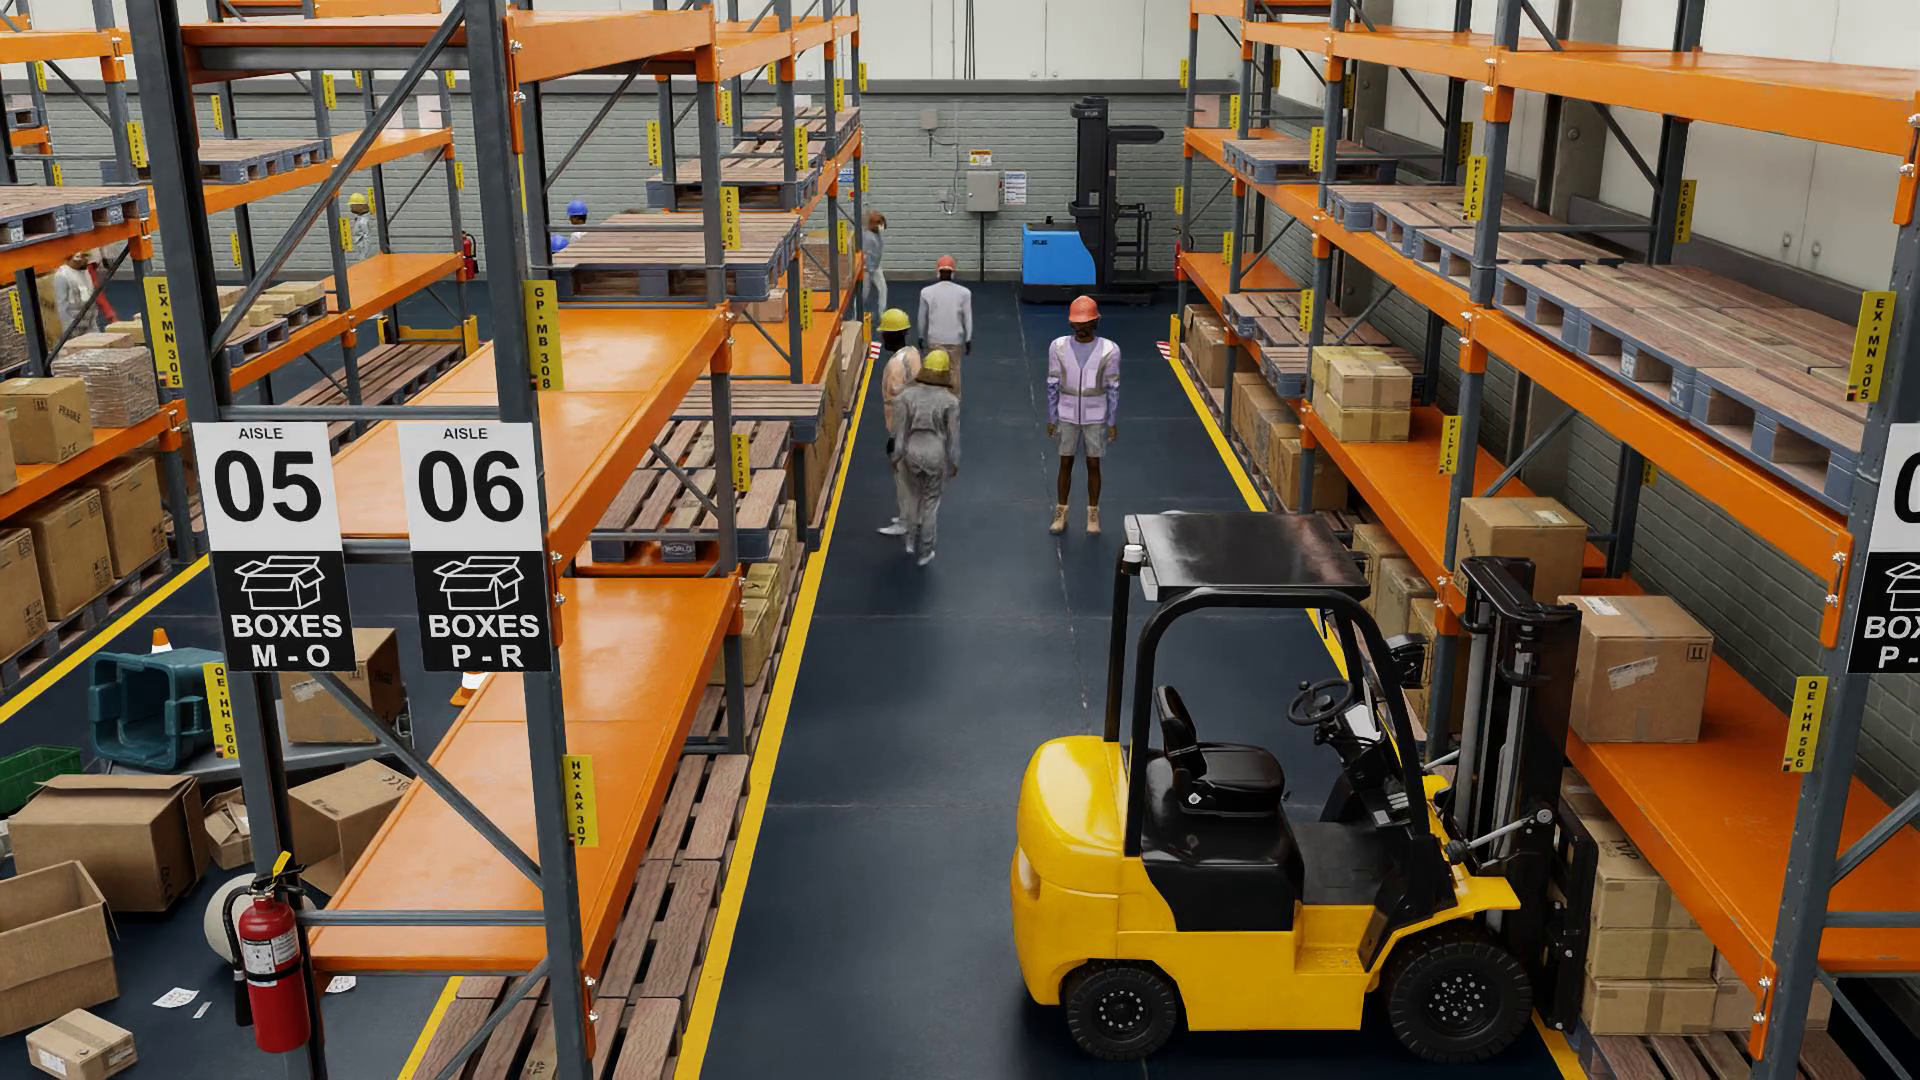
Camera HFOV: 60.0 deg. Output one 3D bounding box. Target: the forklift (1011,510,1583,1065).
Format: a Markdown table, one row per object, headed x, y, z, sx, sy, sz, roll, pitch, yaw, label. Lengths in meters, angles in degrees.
| x | y | z | sx | sy | sz | roll | pitch | yaw | label |
| --- | --- | --- | --- | --- | --- | --- | --- | --- | --- |
| 1.387 | 1.055 | 7.378 | 2.313 | 2.155 | 1.214 | 0 | 18 | 0 | forklift |

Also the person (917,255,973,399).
| x | y | z | sx | sy | sz | roll | pitch | yaw | label |
| --- | --- | --- | --- | --- | --- | --- | --- | --- | --- |
| -0.176 | -2.214 | 18.001 | 0.580 | 1.717 | 0.775 | -3 | 19 | -9 | person |

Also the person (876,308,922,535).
| x | y | z | sx | sy | sz | roll | pitch | yaw | label |
| --- | --- | --- | --- | --- | --- | --- | --- | --- | --- |
| -0.508 | -0.987 | 13.973 | 0.383 | 1.924 | 0.594 | 4 | 19 | 12 | person |

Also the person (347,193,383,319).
| x | y | z | sx | sy | sz | roll | pitch | yaw | label |
| --- | --- | --- | --- | --- | --- | --- | --- | --- | --- |
| -8.333 | -3.975 | 23.291 | 0.312 | 1.744 | 0.487 | -7 | 20 | -20 | person |

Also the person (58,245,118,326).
| x | y | z | sx | sy | sz | roll | pitch | yaw | label |
| --- | --- | --- | --- | --- | --- | --- | --- | --- | --- |
| -11.820 | -3.790 | 22.471 | 0.894 | 1.936 | 0.617 | 4 | 19 | 11 | person |

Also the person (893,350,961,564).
| x | y | z | sx | sy | sz | roll | pitch | yaw | label |
| --- | --- | --- | --- | --- | --- | --- | --- | --- | --- |
| -0.257 | -0.662 | 13.315 | 0.527 | 1.712 | 0.459 | 5 | 19 | 16 | person |

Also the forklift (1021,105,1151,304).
| x | y | z | sx | sy | sz | roll | pitch | yaw | label |
| --- | --- | --- | --- | --- | --- | --- | --- | --- | --- |
| 1.857 | -4.944 | 24.441 | 1.873 | 2.768 | 1.129 | 0 | 18 | 0 | forklift |

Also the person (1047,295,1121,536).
| x | y | z | sx | sy | sz | roll | pitch | yaw | label |
| --- | --- | --- | --- | --- | --- | --- | --- | --- | --- |
| 1.025 | -1.031 | 13.922 | 0.609 | 2.044 | 0.393 | 4 | 19 | 12 | person |

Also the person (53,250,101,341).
| x | y | z | sx | sy | sz | roll | pitch | yaw | label |
| --- | --- | --- | --- | --- | --- | --- | --- | --- | --- |
| -9.847 | -2.459 | 18.646 | 0.605 | 1.788 | 0.651 | 1 | 18 | 4 | person |

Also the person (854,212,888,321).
| x | y | z | sx | sy | sz | roll | pitch | yaw | label |
| --- | --- | --- | --- | --- | --- | --- | --- | --- | --- |
| -1.151 | -3.631 | 22.478 | 0.719 | 1.588 | 0.525 | 8 | 20 | 24 | person |

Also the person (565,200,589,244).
| x | y | z | sx | sy | sz | roll | pitch | yaw | label |
| --- | --- | --- | --- | --- | --- | --- | --- | --- | --- |
| -4.713 | -3.283 | 20.877 | 0.384 | 1.950 | 0.607 | 3 | 19 | 10 | person |
